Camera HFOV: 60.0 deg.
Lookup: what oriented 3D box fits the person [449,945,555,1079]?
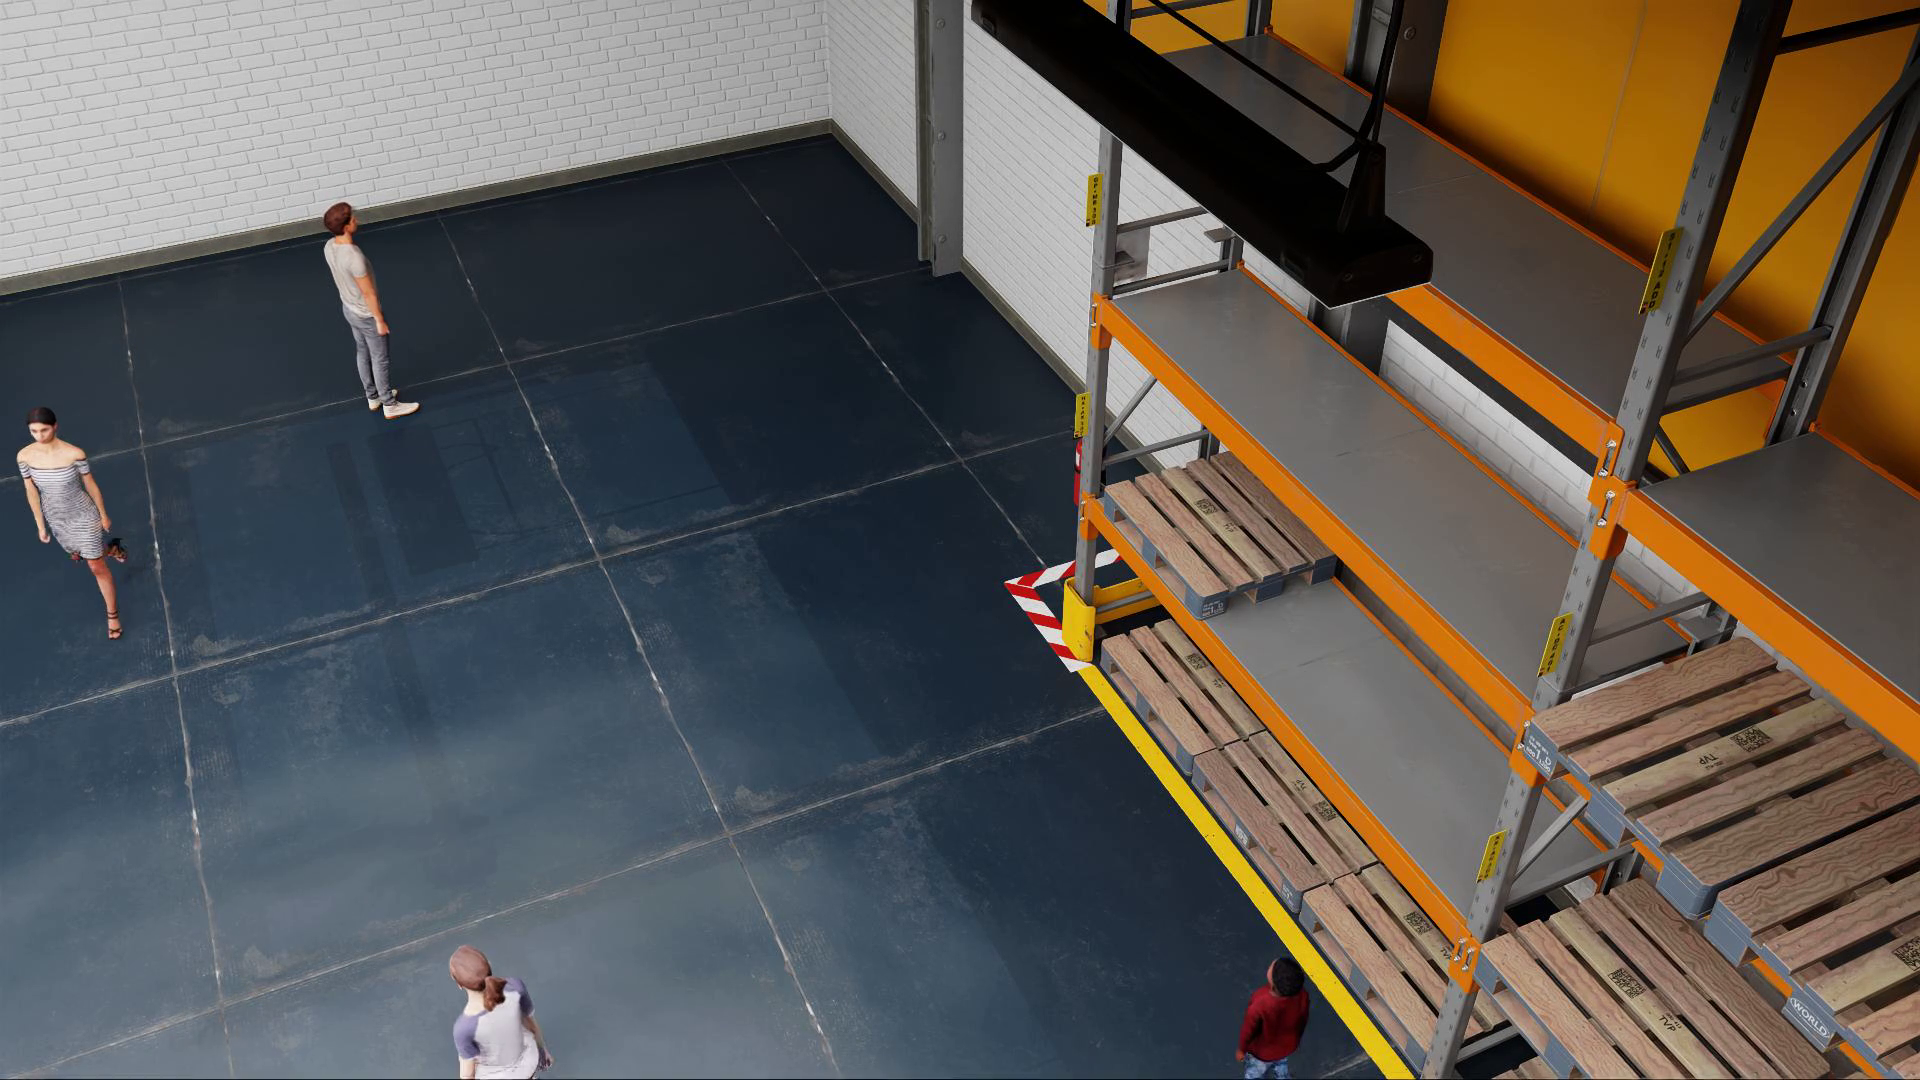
[{"bbox_3d":[-2.129,2.599,8.004,0.734,1.755,0.701,30,47,32],"label":"person"}]

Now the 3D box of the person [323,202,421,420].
[{"bbox_3d":[-4.834,-1.853,13.465,0.638,1.897,0.788,30,47,32],"label":"person"}]

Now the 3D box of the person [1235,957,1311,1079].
[{"bbox_3d":[1.611,2.586,8.429,0.502,1.245,0.584,-16,41,-19],"label":"person"}]

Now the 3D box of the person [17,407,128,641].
[{"bbox_3d":[-6.072,-0.182,11.453,0.823,1.797,1.102,-4,39,-6],"label":"person"}]
